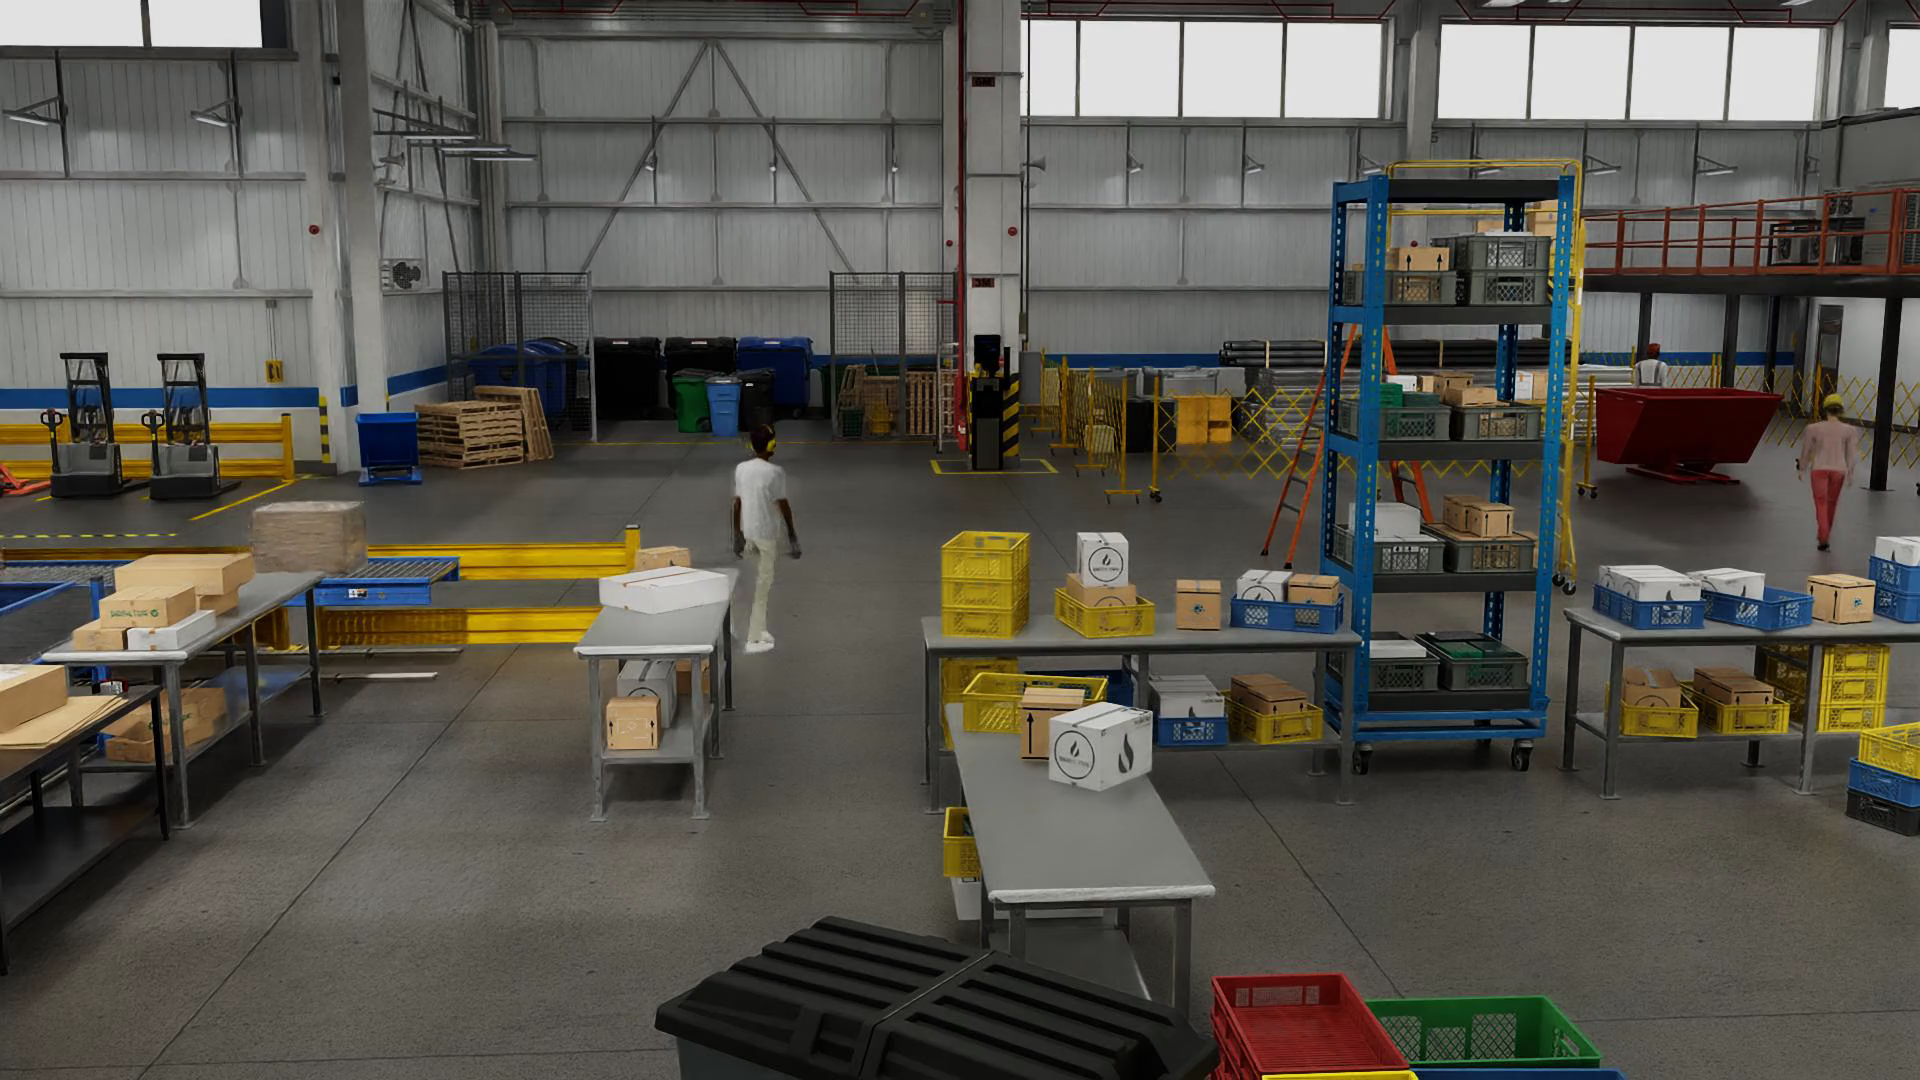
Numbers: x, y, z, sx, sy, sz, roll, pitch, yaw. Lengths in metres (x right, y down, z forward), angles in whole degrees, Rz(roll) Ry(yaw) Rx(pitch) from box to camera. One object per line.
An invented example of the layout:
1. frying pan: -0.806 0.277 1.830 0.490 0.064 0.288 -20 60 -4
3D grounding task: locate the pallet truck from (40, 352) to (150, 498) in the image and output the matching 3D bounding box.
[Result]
1. pallet truck: -11.907 -1.642 23.165 0.823 1.965 1.885 0 9 0

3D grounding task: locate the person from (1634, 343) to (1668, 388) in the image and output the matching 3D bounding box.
1. person: 11.778 -2.411 28.351 0.355 1.883 0.575 -8 12 -40

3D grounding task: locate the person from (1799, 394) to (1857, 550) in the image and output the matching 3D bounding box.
1. person: 9.653 -0.762 18.496 0.533 1.725 0.897 2 9 14

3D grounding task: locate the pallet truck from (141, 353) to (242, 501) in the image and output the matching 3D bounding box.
1. pallet truck: -10.520 -1.604 22.925 0.823 1.965 1.885 -1 9 -6

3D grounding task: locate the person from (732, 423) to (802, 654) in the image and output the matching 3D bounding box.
1. person: -1.539 -0.013 13.427 0.527 1.848 0.635 7 11 38

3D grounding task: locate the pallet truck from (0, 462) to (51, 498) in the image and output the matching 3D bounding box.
1. pallet truck: -13.193 -1.293 23.148 0.653 1.274 1.630 -1 9 -4
